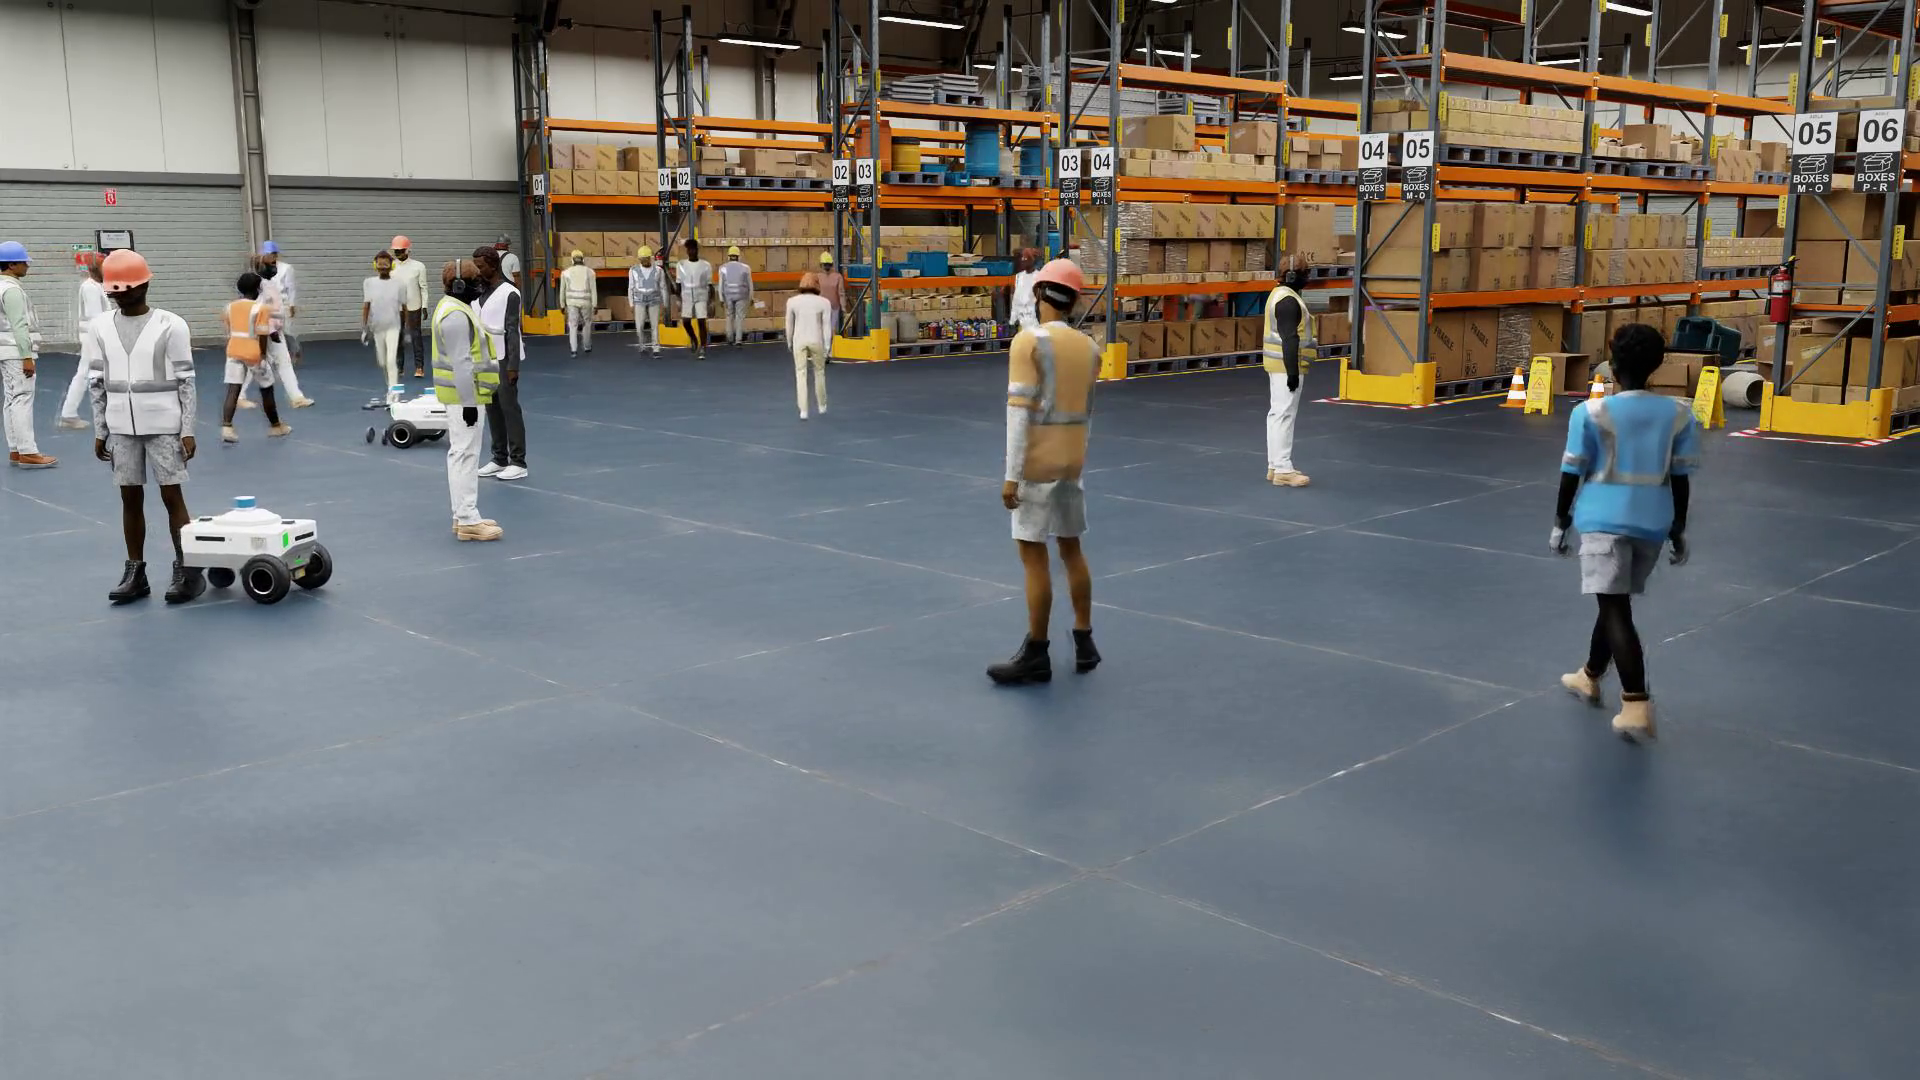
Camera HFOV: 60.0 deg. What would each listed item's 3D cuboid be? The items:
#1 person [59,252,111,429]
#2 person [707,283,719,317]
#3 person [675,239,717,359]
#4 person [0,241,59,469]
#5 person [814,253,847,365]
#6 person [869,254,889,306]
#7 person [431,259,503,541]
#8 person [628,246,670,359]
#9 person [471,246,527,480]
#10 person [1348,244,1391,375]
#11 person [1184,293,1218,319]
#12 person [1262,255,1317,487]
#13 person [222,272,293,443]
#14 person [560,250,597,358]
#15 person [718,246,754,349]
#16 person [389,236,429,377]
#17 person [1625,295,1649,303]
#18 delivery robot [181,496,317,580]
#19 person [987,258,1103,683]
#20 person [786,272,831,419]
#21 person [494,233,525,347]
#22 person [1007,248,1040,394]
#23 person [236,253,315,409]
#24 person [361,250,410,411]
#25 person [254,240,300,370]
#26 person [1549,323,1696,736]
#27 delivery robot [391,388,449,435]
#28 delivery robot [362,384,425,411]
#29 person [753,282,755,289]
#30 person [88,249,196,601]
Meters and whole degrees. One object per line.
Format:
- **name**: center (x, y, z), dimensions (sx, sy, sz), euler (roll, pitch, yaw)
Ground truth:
- **person**: center (-8.989, -2.091, 17.415), dimensions (1.015, 1.826, 0.607), euler (-4, 11, -20)
- **person**: center (-4.922, -4.839, 32.797), dimensions (0.539, 1.682, 0.432), euler (8, 13, 38)
- **person**: center (-4.287, -3.910, 27.008), dimensions (0.719, 1.940, 0.422), euler (0, 10, 2)
- **person**: center (-8.172, -1.606, 14.439), dimensions (0.391, 1.948, 0.605), euler (-9, 14, -41)
- **person**: center (-2.027, -3.576, 25.803), dimensions (0.531, 1.723, 0.904), euler (-4, 11, -19)
- **person**: center (-1.559, -4.413, 30.272), dimensions (0.684, 1.740, 0.554), euler (-8, 13, -38)
- **person**: center (-3.278, -0.936, 11.073), dimensions (0.429, 1.843, 0.633), euler (-4, 11, -20)
- **person**: center (-5.065, -3.867, 27.128), dimensions (0.673, 1.812, 0.407), euler (-2, 11, -9)
- **person**: center (-3.840, -1.475, 13.832), dimensions (0.588, 1.914, 0.377), euler (8, 13, 38)
- **person**: center (5.416, -2.940, 21.874), dimensions (0.556, 1.905, 0.944), euler (9, 14, 42)
- **person**: center (4.199, -4.292, 29.273), dimensions (0.948, 1.886, 0.596), euler (-6, 12, -28)
- **person**: center (2.670, -1.377, 13.483), dimensions (0.429, 1.844, 0.626), euler (0, 10, 3)
- **person**: center (-6.922, -1.772, 16.157), dimensions (0.544, 1.647, 0.898), euler (3, 11, 16)
- **person**: center (-6.318, -3.914, 27.573), dimensions (0.615, 1.756, 1.019), euler (-1, 10, -7)
- **person**: center (-3.994, -4.347, 29.802), dimensions (0.599, 1.801, 0.780), euler (0, 10, 1)
- **person**: center (-7.861, -3.305, 23.583), dimensions (0.623, 1.990, 0.391), euler (-1, 10, -4)
- **person**: center (12.399, -4.501, 30.329), dimensions (0.850, 1.916, 0.547), euler (-8, 13, -37)
- **delivery robot**: center (-4.006, -0.003, 9.360), dimensions (0.707, 0.478, 0.477), euler (2, 11, 11)
- **person**: center (0.377, -0.315, 7.573), dimensions (0.381, 1.894, 0.670), euler (9, 14, 42)
- **person**: center (-1.668, -2.148, 18.367), dimensions (0.509, 1.587, 0.835), euler (0, 10, -1)
- **person**: center (-8.160, -4.471, 29.925), dimensions (0.689, 2.000, 0.539), euler (3, 11, 15)
- **person**: center (0.955, -2.765, 21.043), dimensions (0.838, 1.855, 0.574), euler (-6, 12, -32)
- **person**: center (-8.073, -2.415, 19.280), dimensions (0.946, 1.803, 0.623), euler (1, 10, 4)
- **person**: center (-6.669, -2.452, 19.367), dimensions (0.519, 1.839, 0.875), euler (0, 10, -2)
- **person**: center (-10.256, -3.533, 25.000), dimensions (0.607, 1.927, 0.814), euler (-1, 10, -4)
- **person**: center (2.713, -0.060, 6.824), dimensions (0.540, 1.652, 0.857), euler (-1, 10, -8)
- **delivery robot**: center (-5.076, -1.218, 15.986), dimensions (0.707, 0.478, 0.477), euler (0, 10, -3)
- **delivery robot**: center (-5.514, -1.415, 16.351), dimensions (0.335, 0.223, 0.698), euler (9, 14, 42)
- **person**: center (-4.573, -5.328, 35.605), dimensions (0.387, 1.615, 0.531), euler (-10, 14, -42)
- **person**: center (-4.466, -0.614, 9.084), dimensions (0.550, 1.925, 0.384), euler (-1, 10, -3)
